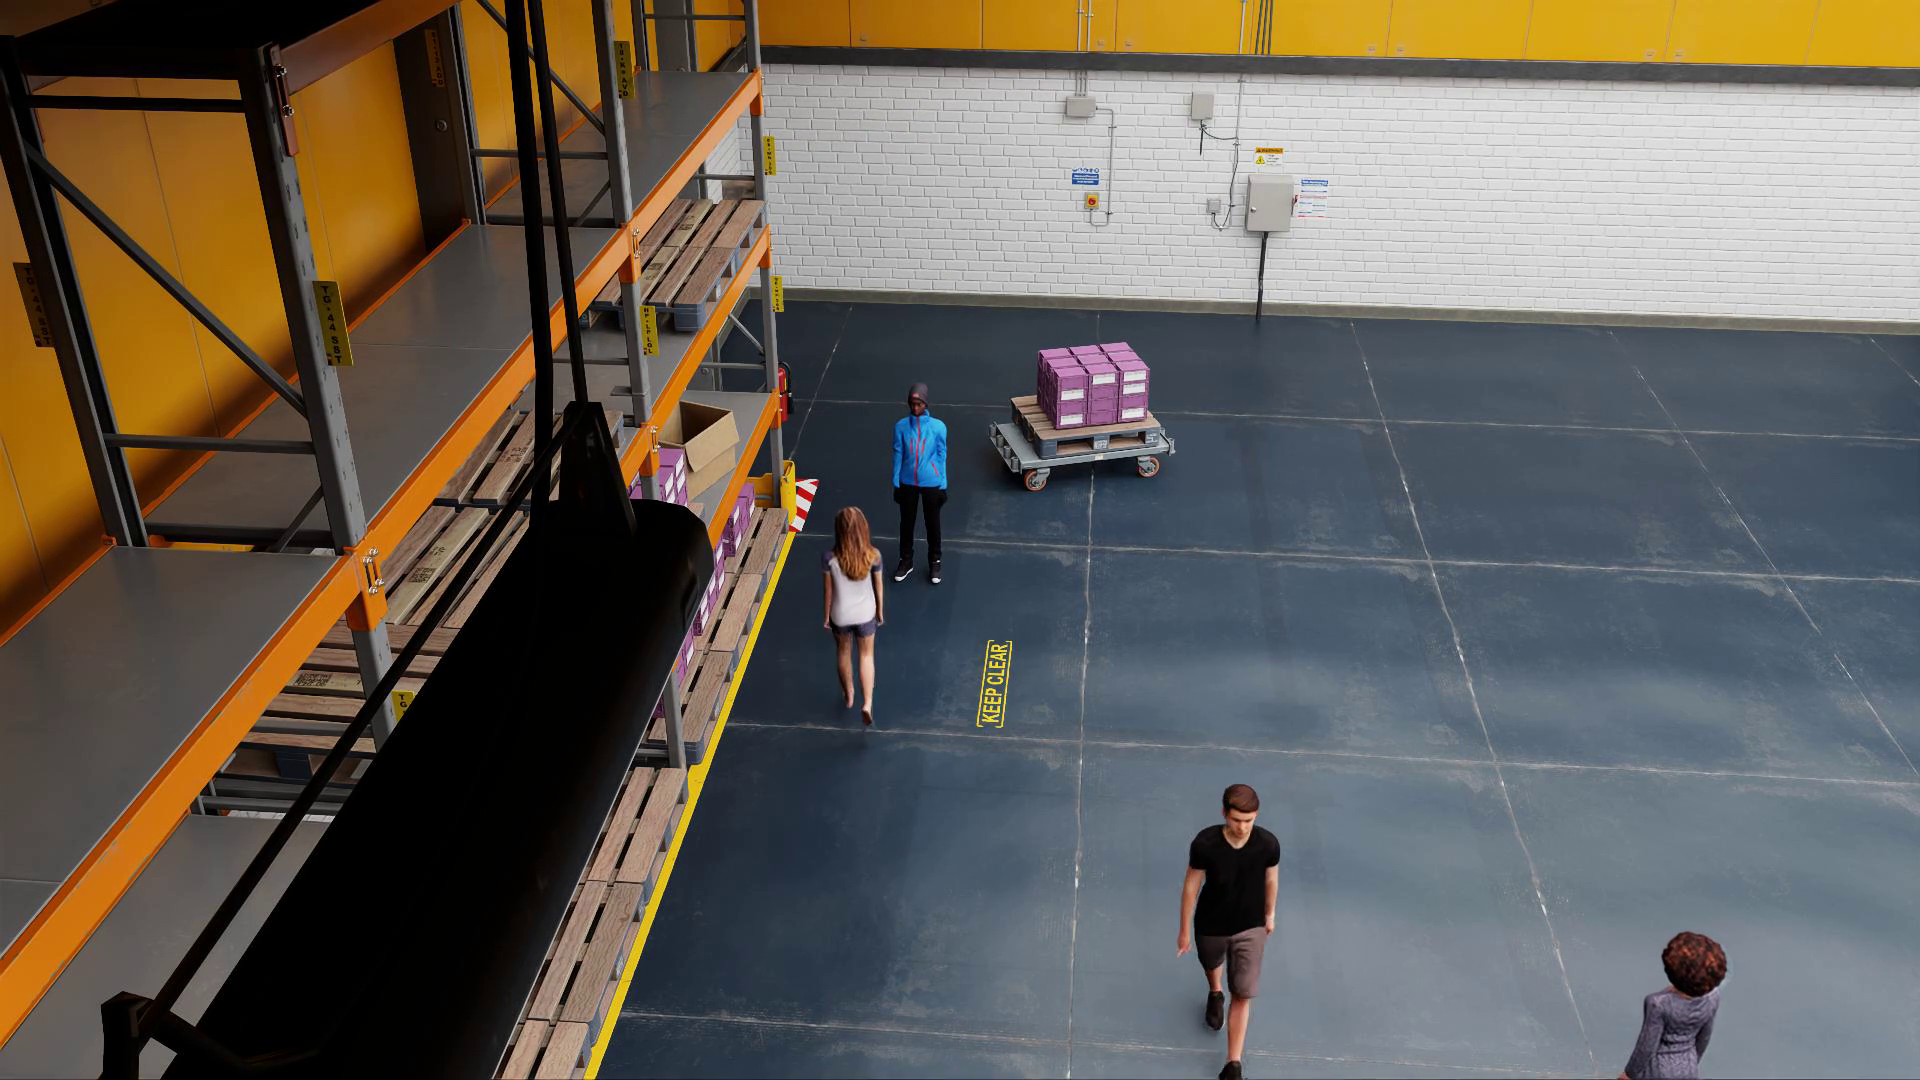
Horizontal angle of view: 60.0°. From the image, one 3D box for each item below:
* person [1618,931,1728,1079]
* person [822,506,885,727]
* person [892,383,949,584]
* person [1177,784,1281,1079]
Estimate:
[{"bbox_3d":[3.535,2.674,8.344,0.652,1.710,0.617,-7,29,-12],"label":"person"},{"bbox_3d":[-0.776,0.593,12.154,0.703,1.714,0.953,-3,29,-5],"label":"person"},{"bbox_3d":[-0.330,-0.487,14.049,0.614,1.794,0.516,3,29,5],"label":"person"},{"bbox_3d":[1.504,2.081,9.317,0.700,1.818,1.161,3,29,5],"label":"person"}]
